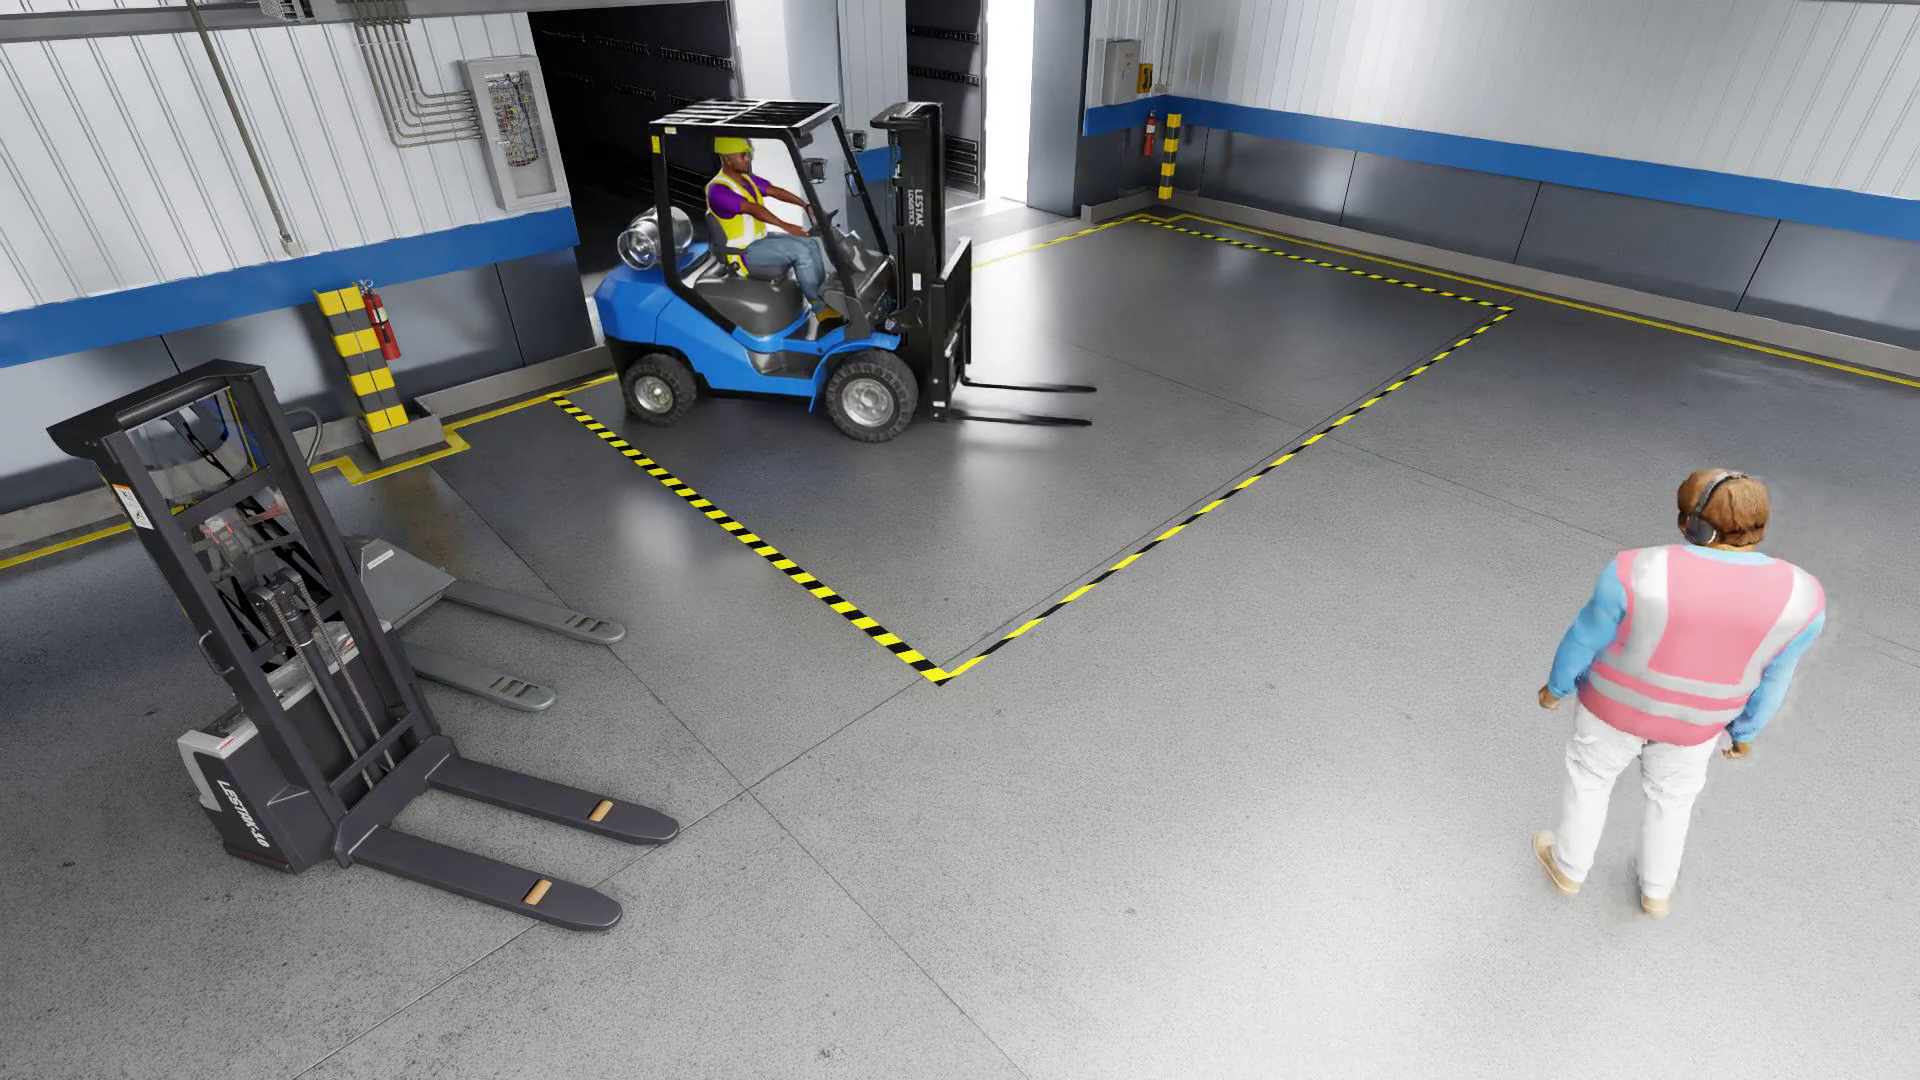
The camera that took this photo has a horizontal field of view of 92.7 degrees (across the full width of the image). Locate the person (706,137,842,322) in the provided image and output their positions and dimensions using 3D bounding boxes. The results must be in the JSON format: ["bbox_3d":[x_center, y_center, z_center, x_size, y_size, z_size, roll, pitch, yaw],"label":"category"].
[{"bbox_3d":[-1.271,-2.251,6.636,1.004,1.294,0.635,6,35,9],"label":"person"}]

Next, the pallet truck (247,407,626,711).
[{"bbox_3d":[-2.628,0.038,4.590,1.601,1.201,0.680,12,36,18],"label":"pallet truck"}]

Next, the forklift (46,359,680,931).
[{"bbox_3d":[-2.135,0.422,3.354,1.885,1.965,0.823,10,35,14],"label":"forklift"}]

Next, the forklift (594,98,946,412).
[{"bbox_3d":[-1.328,-2.107,6.756,2.680,2.036,1.157,6,35,9],"label":"forklift"}]

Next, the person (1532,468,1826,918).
[{"bbox_3d":[2.503,0.592,3.277,0.741,1.803,0.432,12,36,17],"label":"person"}]
